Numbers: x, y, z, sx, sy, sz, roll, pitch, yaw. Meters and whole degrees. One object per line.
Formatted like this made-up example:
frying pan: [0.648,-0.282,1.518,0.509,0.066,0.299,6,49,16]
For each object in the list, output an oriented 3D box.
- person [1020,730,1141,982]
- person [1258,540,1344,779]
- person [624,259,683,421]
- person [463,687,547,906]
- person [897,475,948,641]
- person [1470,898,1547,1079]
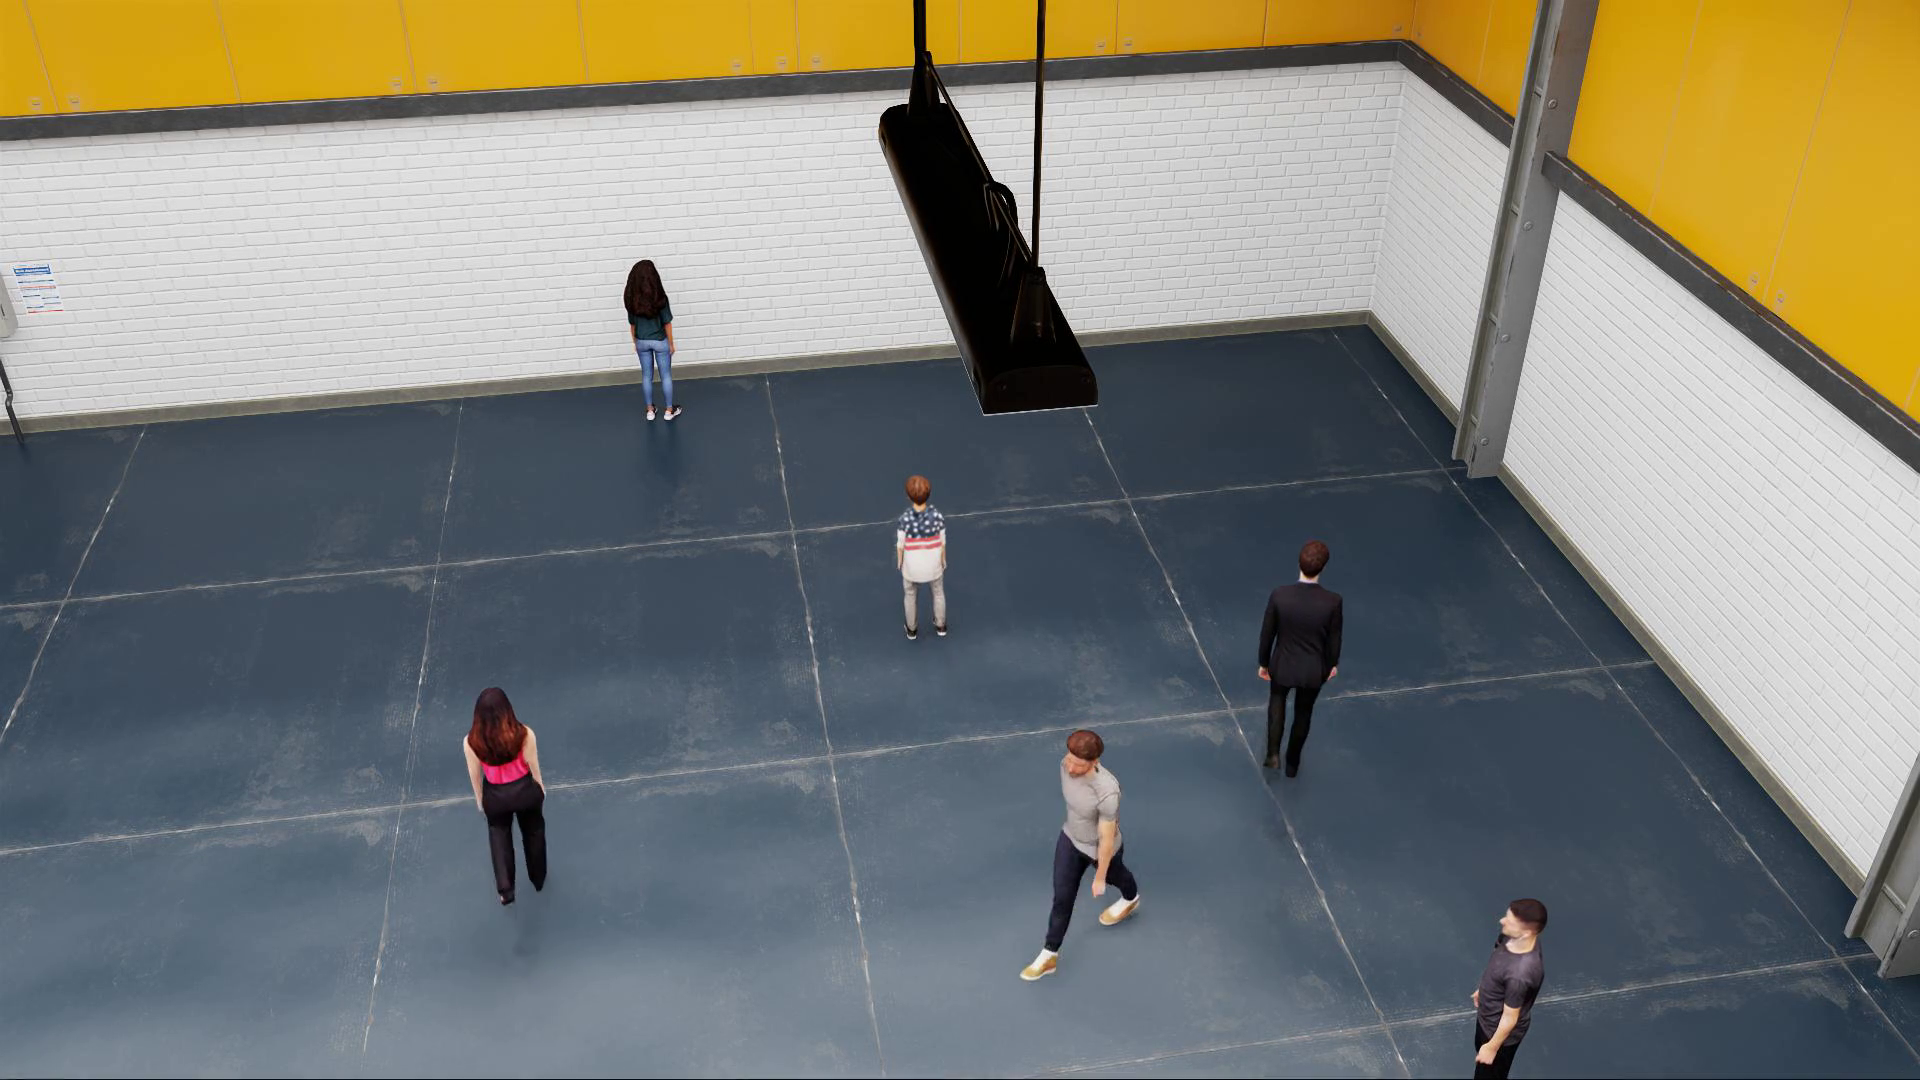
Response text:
person: [0.848,1.776,10.017,1.189,1.817,1.290,-24,41,-32]
person: [2.299,0.890,11.297,0.826,1.876,0.847,9,35,13]
person: [-2.905,-1.886,15.706,0.669,1.617,0.682,4,34,6]
person: [-2.796,1.642,10.372,0.573,1.647,0.722,-5,34,-8]
person: [-0.297,0.146,12.813,0.539,1.436,0.494,-3,34,-5]
person: [2.885,2.559,8.886,0.756,1.764,0.600,5,34,7]
